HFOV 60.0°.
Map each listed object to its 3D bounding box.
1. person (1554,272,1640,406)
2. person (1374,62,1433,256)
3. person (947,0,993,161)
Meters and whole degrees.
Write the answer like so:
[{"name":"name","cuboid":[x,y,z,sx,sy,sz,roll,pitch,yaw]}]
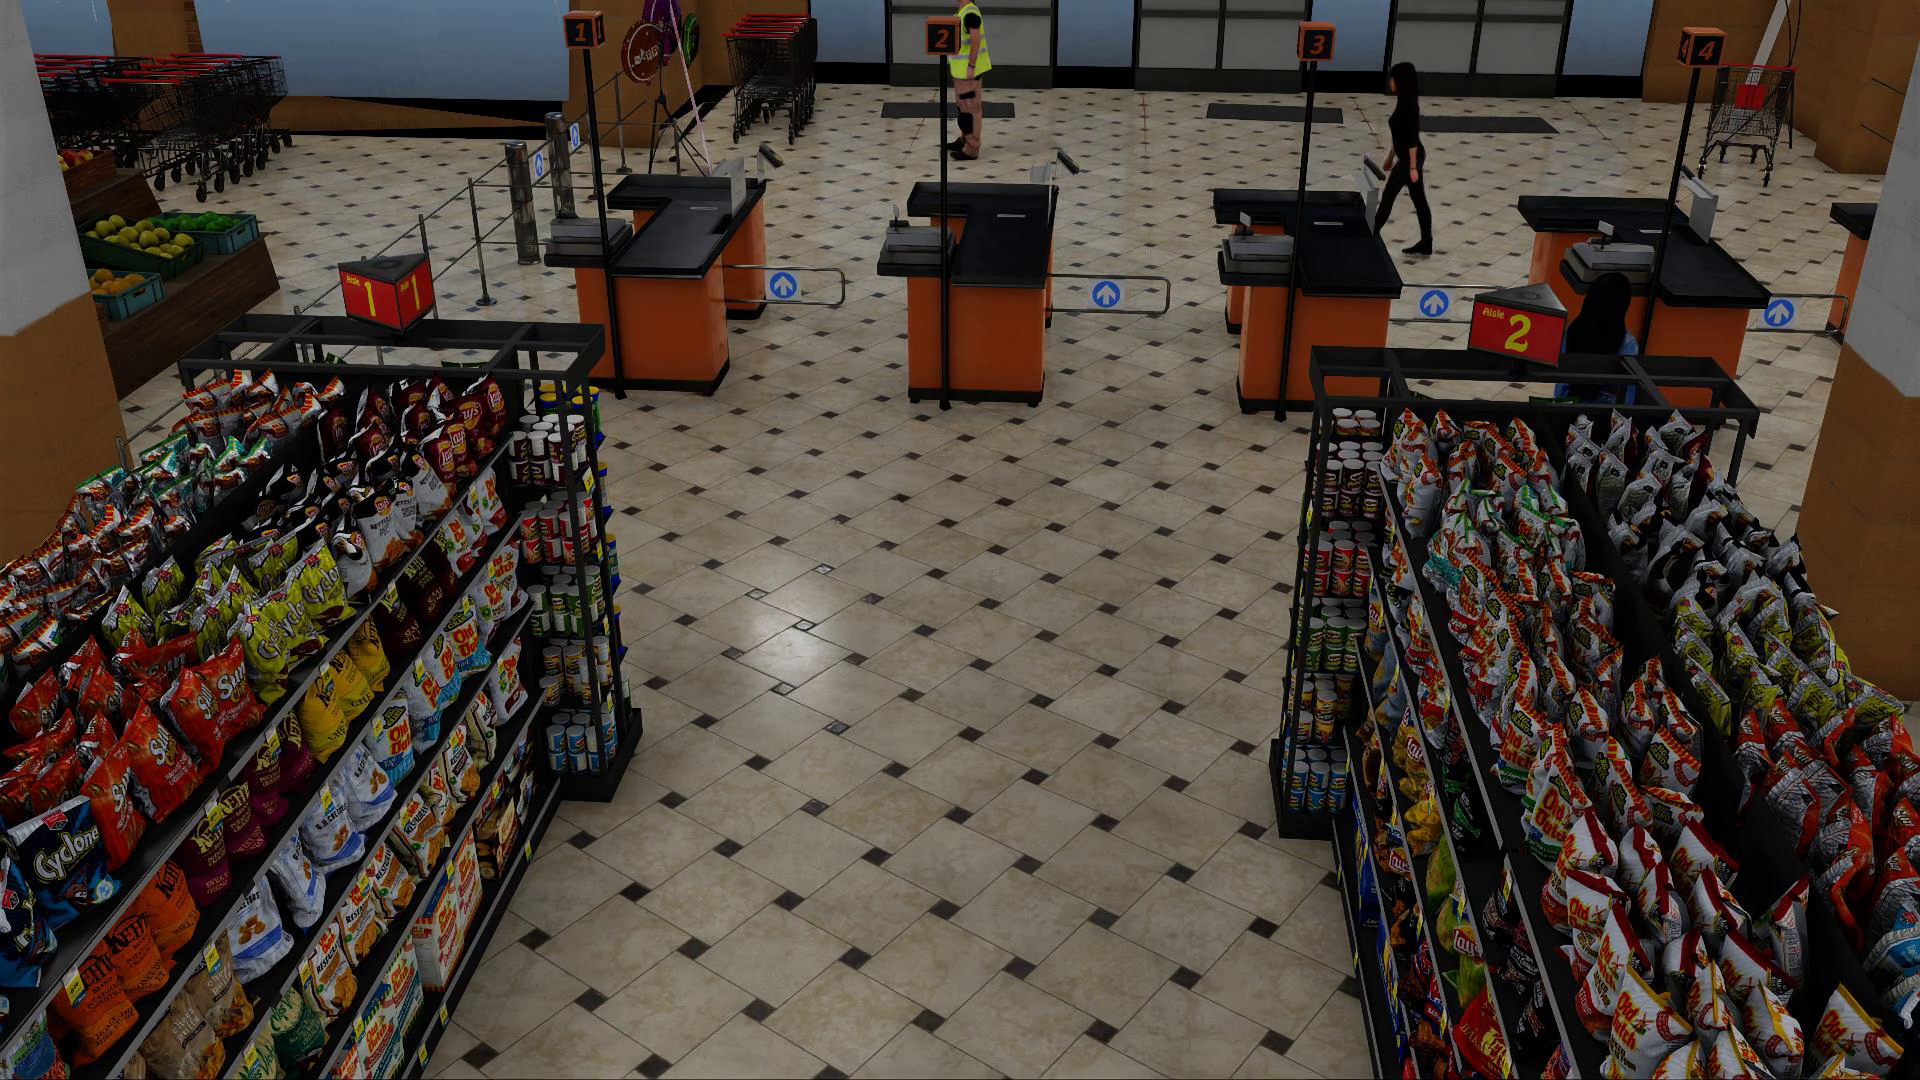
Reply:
[{"name":"person","cuboid":[3.287,-0.579,8.723,0.741,1.713,0.658,-17,32,-30]},{"name":"person","cuboid":[3.828,-3.141,13.905,0.711,1.594,0.942,6,27,11]},{"name":"person","cuboid":[0.065,-4.835,16.968,0.824,1.846,0.732,-4,27,-7]}]
